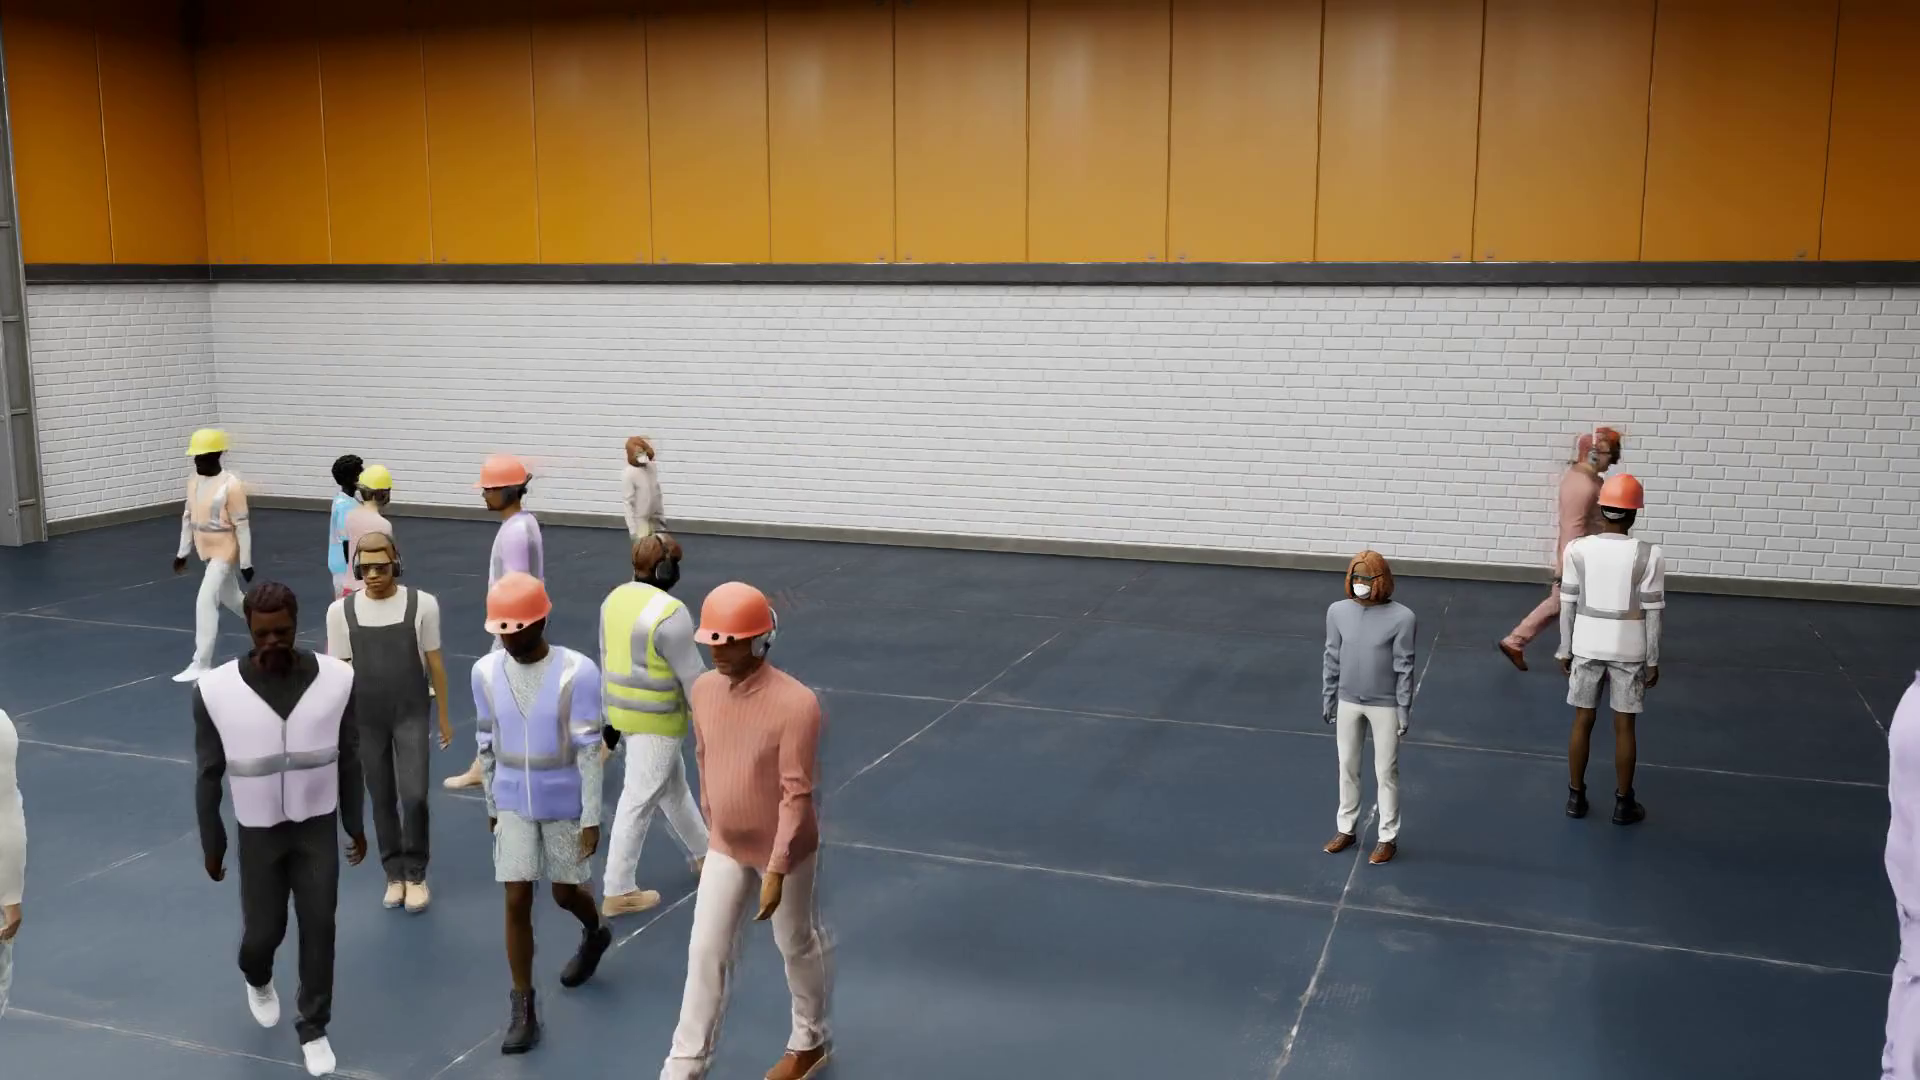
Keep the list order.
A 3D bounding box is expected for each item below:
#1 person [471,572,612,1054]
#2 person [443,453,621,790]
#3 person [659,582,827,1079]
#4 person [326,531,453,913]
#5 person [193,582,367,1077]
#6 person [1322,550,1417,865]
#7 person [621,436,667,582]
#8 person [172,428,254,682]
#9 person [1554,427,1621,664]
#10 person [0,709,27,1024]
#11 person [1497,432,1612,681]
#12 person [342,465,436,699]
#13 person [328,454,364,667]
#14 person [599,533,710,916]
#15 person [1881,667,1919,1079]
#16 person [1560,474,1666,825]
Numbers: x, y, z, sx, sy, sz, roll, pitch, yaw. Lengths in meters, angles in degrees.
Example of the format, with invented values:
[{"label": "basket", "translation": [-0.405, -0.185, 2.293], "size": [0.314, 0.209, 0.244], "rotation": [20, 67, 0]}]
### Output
[{"label": "person", "translation": [-1.658, 1.025, 6.720], "size": [0.552, 1.902, 0.818], "rotation": [1, 9, 6]}, {"label": "person", "translation": [-2.523, 0.485, 9.693], "size": [0.985, 2.011, 0.620], "rotation": [-2, 9, -13]}, {"label": "person", "translation": [-0.791, 1.118, 5.922], "size": [0.612, 1.944, 0.967], "rotation": [5, 11, 30]}, {"label": "person", "translation": [-2.696, 0.868, 7.830], "size": [0.552, 1.827, 0.551], "rotation": [-2, 9, -10]}, {"label": "person", "translation": [-2.598, 1.072, 6.381], "size": [0.597, 1.899, 0.574], "rotation": [-6, 11, -31]}, {"label": "person", "translation": [2.098, 0.852, 8.573], "size": [0.494, 1.624, 0.279], "rotation": [7, 11, 36]}, {"label": "person", "translation": [-2.806, -0.127, 14.736], "size": [0.295, 1.605, 0.537], "rotation": [2, 9, 15]}, {"label": "person", "translation": [-5.566, 0.072, 12.608], "size": [0.589, 1.889, 0.965], "rotation": [7, 11, 37]}, {"label": "person", "translation": [4.877, 0.042, 12.882], "size": [0.515, 1.862, 0.674], "rotation": [1, 9, 6]}, {"label": "person", "translation": [-3.457, 1.194, 5.548], "size": [0.634, 1.926, 0.524], "rotation": [-2, 9, -13]}, {"label": "person", "translation": [4.550, 0.118, 12.378], "size": [0.932, 1.874, 0.629], "rotation": [2, 9, 11]}, {"label": "person", "translation": [-4.086, 0.340, 11.472], "size": [0.526, 1.716, 0.934], "rotation": [6, 11, 32]}, {"label": "person", "translation": [-4.511, 0.210, 12.328], "size": [0.320, 1.695, 0.537], "rotation": [-3, 10, -17]}, {"label": "person", "translation": [-1.375, 0.857, 8.023], "size": [0.946, 1.794, 0.630], "rotation": [-7, 11, -37]}, {"label": "person", "translation": [3.426, 1.165, 5.787], "size": [0.405, 1.901, 0.657], "rotation": [6, 11, 31]}, {"label": "person", "translation": [3.583, 0.600, 9.164], "size": [0.545, 1.938, 0.362], "rotation": [6, 11, 32]}]
